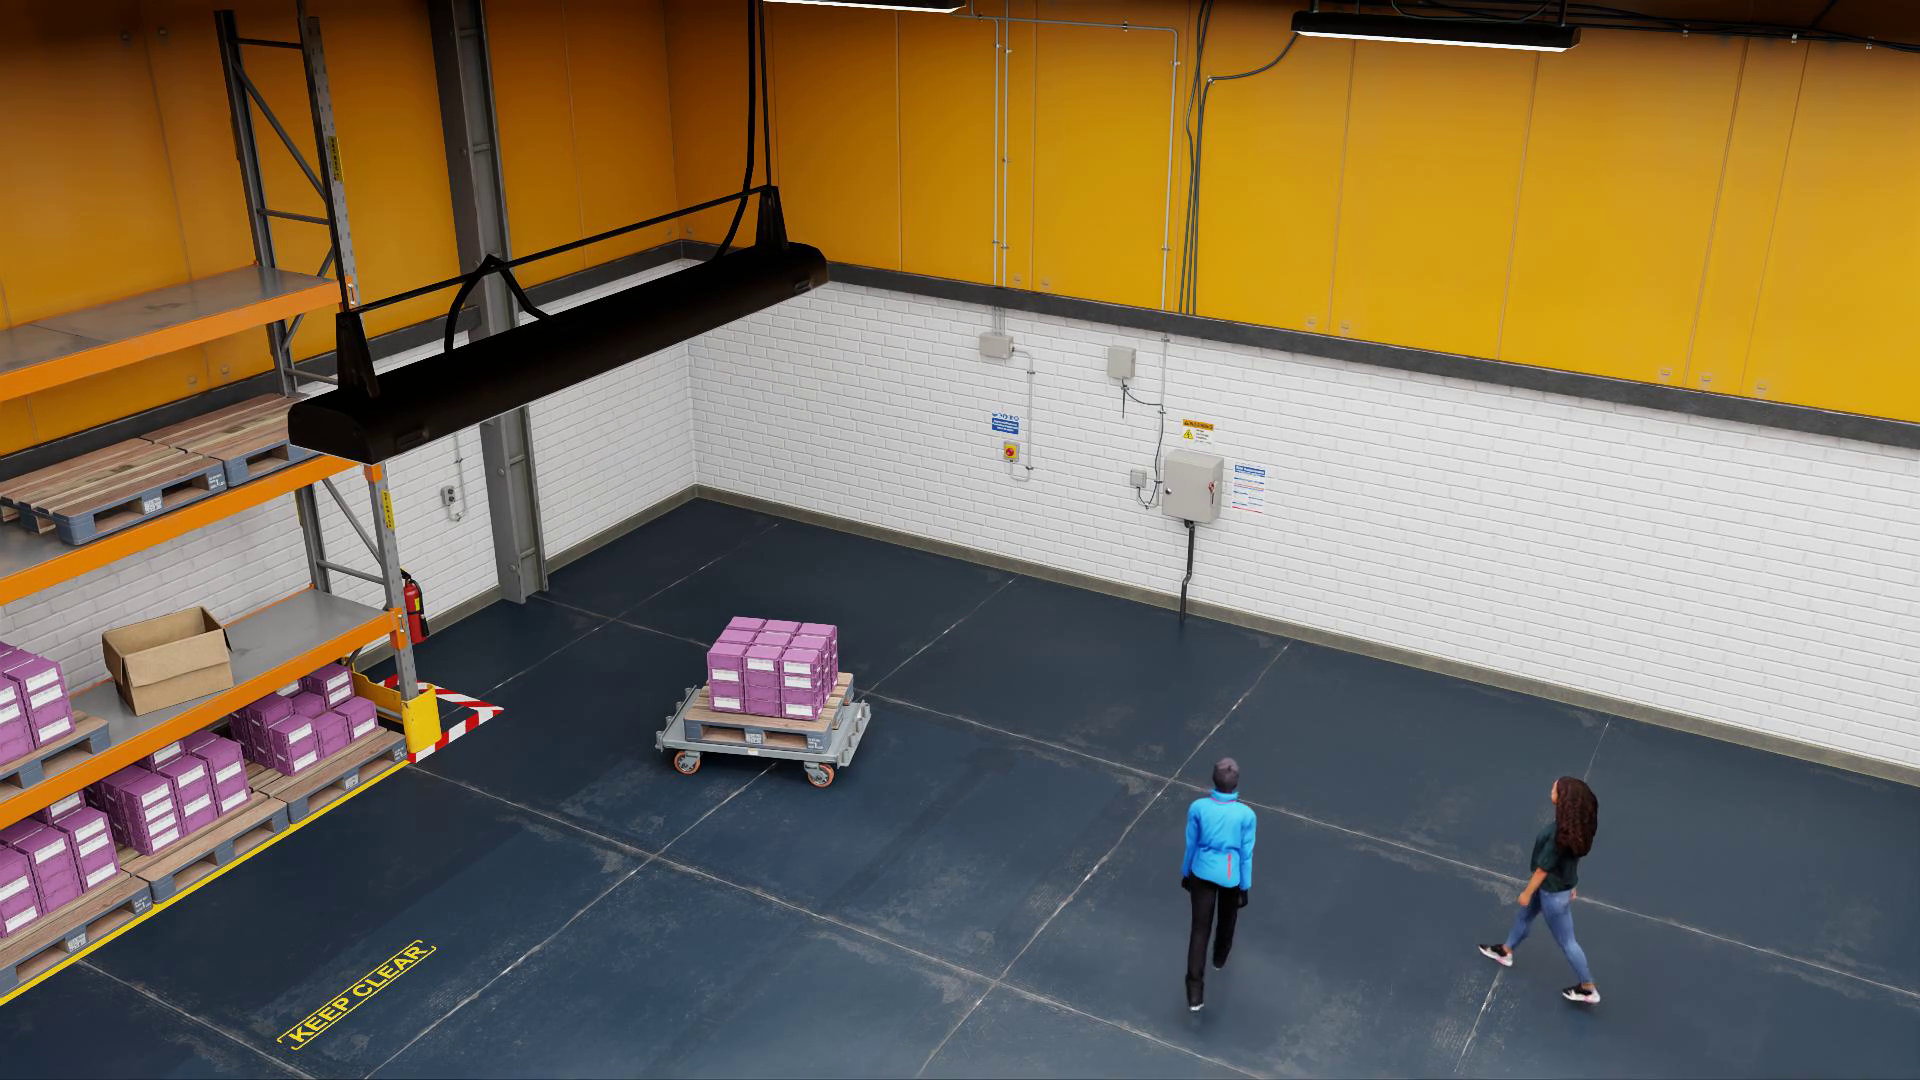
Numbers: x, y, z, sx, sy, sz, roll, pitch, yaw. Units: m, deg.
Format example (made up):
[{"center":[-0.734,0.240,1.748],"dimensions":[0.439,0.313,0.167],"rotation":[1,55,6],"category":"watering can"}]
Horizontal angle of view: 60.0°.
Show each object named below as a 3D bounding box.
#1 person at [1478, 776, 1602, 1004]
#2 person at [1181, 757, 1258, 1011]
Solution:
[{"center":[4.003,2.343,10.989],"dimensions":[0.728,1.575,1.058],"rotation":[17,29,34],"category":"person"},{"center":[1.669,2.274,10.912],"dimensions":[0.832,1.763,1.212],"rotation":[6,24,13],"category":"person"}]
